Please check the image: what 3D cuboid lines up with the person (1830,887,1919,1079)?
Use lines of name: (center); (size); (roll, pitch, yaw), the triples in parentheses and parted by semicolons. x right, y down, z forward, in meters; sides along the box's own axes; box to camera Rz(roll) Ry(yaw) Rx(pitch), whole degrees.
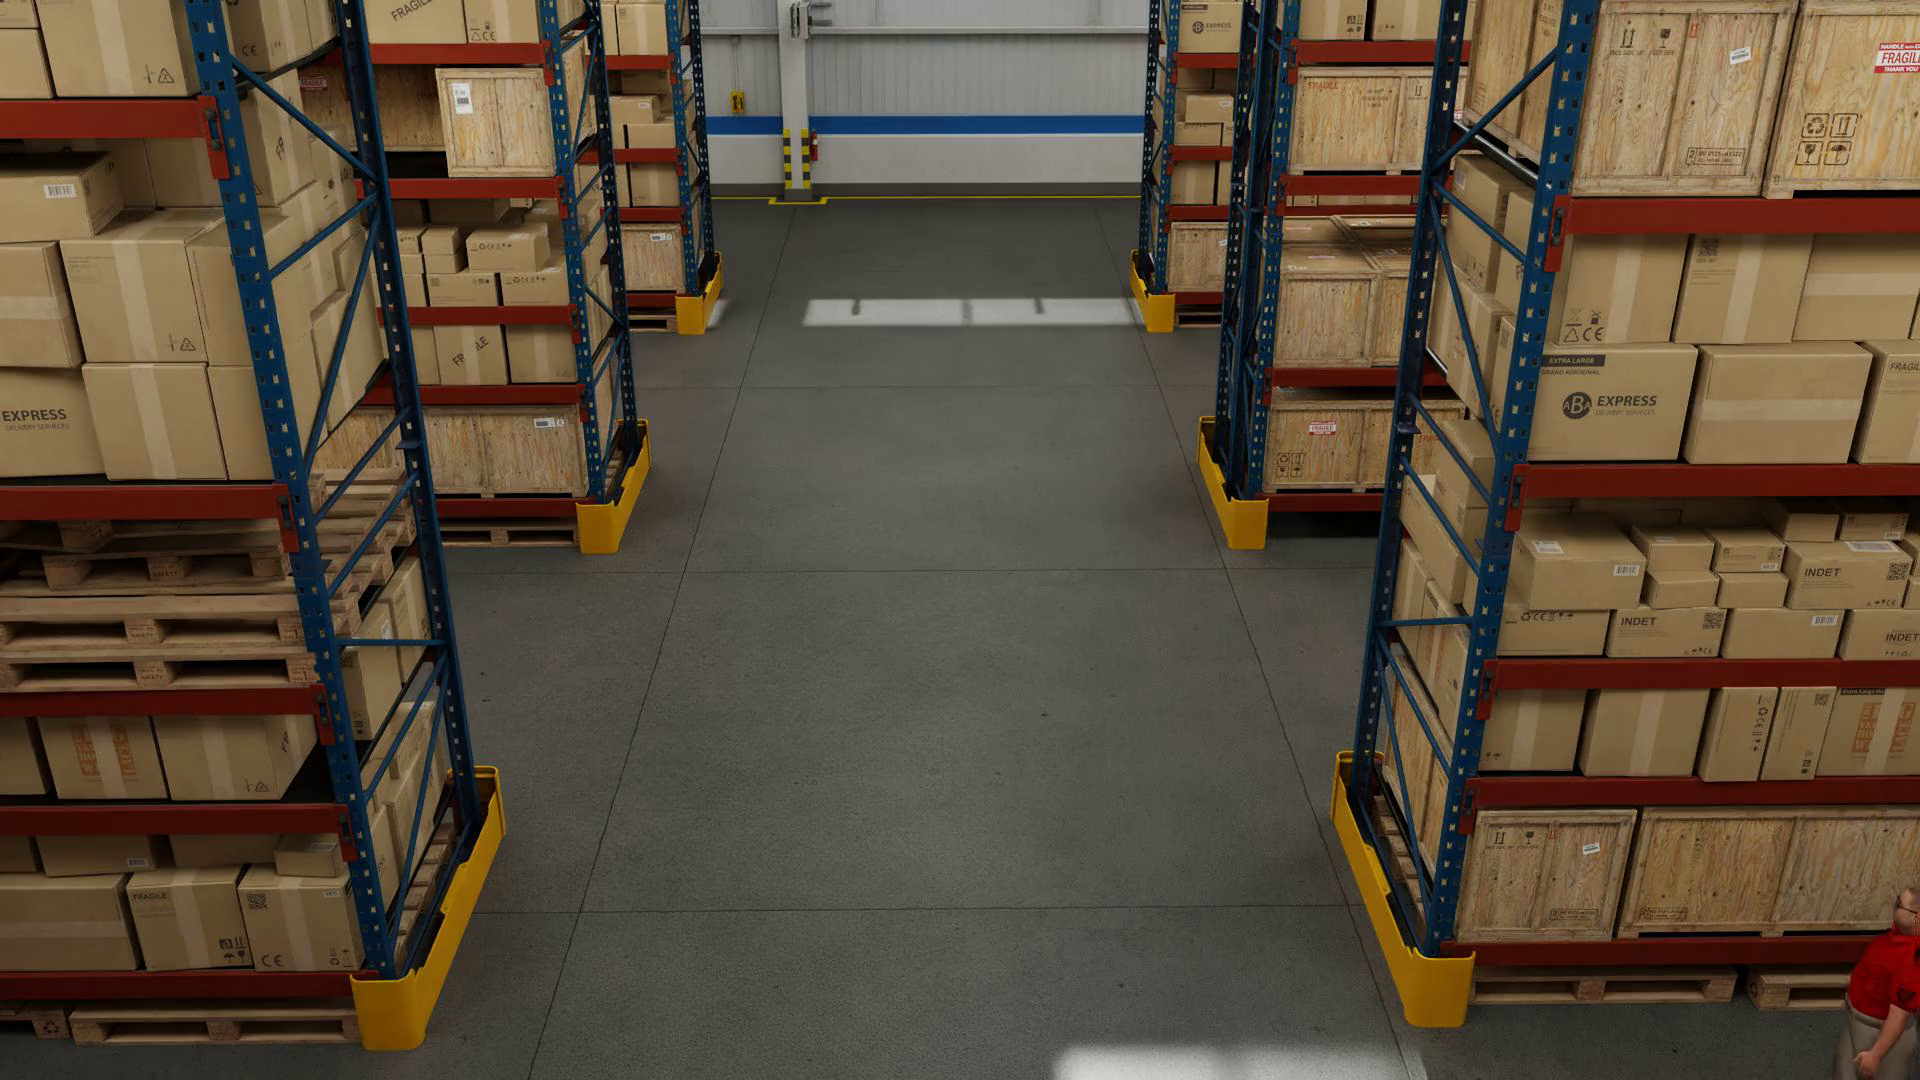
person: (4.745, 2.522, 8.538); (0.686, 1.736, 0.553); (12, 28, 24)
